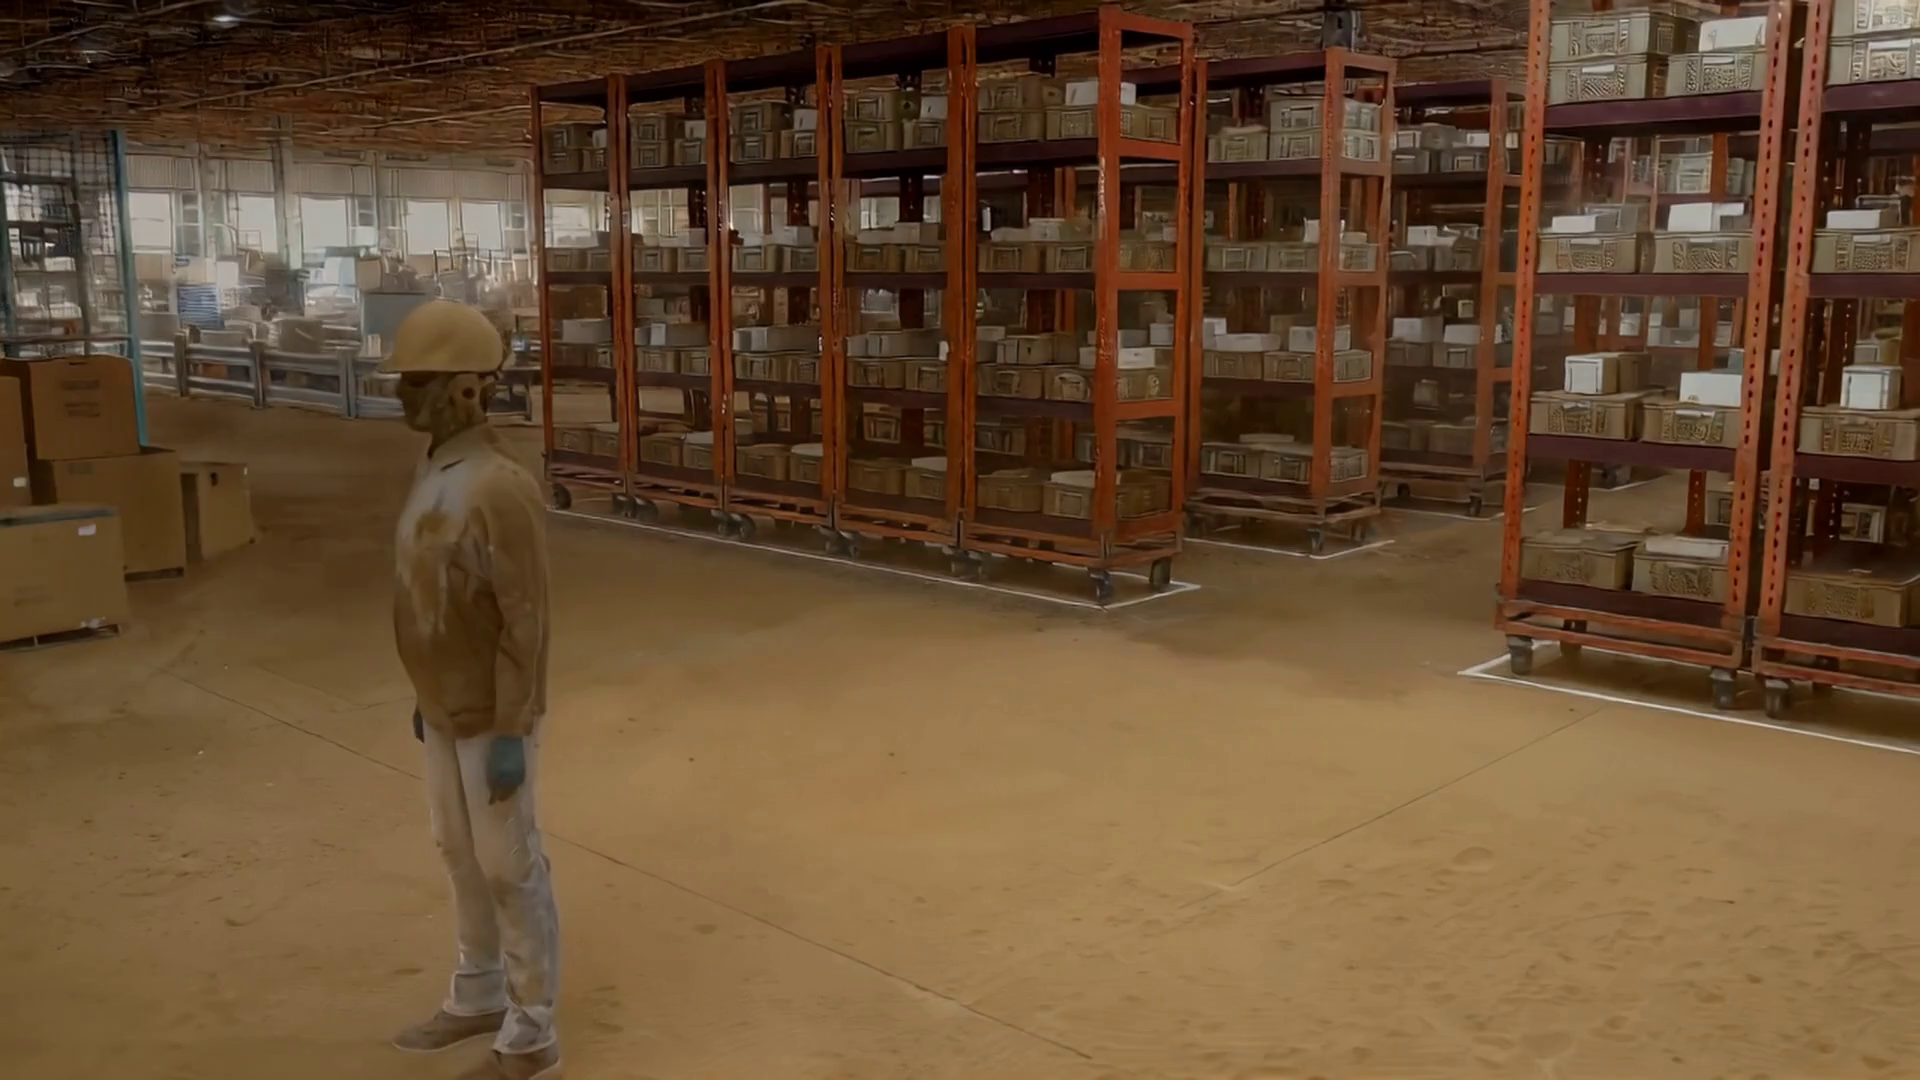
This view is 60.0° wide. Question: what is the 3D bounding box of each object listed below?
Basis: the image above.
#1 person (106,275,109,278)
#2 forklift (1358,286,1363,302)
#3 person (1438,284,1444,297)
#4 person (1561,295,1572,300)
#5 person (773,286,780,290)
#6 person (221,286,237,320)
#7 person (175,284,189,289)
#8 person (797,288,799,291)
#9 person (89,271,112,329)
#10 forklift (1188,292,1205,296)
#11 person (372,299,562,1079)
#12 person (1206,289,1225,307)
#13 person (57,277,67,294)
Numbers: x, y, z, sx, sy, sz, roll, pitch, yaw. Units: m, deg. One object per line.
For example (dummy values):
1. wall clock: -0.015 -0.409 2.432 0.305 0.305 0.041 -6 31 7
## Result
1. person: -40.530 -11.666 78.745 0.811 1.816 0.636 -5 10 -26
2. forklift: 11.100 -7.017 46.970 1.873 2.768 1.129 9 13 43
3. person: 13.606 -6.490 47.523 0.565 1.634 0.886 -8 13 -42
4. person: 12.549 -4.423 34.412 0.625 1.793 0.480 -3 10 -17
5. person: -8.807 -11.882 79.852 0.552 1.897 0.723 6 11 34
6. person: -16.537 -4.984 37.619 0.334 1.864 0.517 3 10 17
7. person: -38.026 -12.148 81.265 0.478 1.957 0.655 6 11 32
8. person: -7.187 -10.899 74.438 0.448 1.678 0.549 -4 10 -23
9. person: -27.691 -7.703 53.743 1.009 2.000 0.695 -4 10 -25
10. forklift: 8.653 -9.443 61.840 1.873 2.768 1.129 9 13 43
11. person: -1.228 0.405 4.162 0.378 1.996 0.611 -7 12 -37
12. person: 5.888 -5.089 38.087 0.617 1.914 0.640 -8 12 -40
13. person: -30.397 -8.080 56.528 0.937 1.903 0.637 -4 10 -21
